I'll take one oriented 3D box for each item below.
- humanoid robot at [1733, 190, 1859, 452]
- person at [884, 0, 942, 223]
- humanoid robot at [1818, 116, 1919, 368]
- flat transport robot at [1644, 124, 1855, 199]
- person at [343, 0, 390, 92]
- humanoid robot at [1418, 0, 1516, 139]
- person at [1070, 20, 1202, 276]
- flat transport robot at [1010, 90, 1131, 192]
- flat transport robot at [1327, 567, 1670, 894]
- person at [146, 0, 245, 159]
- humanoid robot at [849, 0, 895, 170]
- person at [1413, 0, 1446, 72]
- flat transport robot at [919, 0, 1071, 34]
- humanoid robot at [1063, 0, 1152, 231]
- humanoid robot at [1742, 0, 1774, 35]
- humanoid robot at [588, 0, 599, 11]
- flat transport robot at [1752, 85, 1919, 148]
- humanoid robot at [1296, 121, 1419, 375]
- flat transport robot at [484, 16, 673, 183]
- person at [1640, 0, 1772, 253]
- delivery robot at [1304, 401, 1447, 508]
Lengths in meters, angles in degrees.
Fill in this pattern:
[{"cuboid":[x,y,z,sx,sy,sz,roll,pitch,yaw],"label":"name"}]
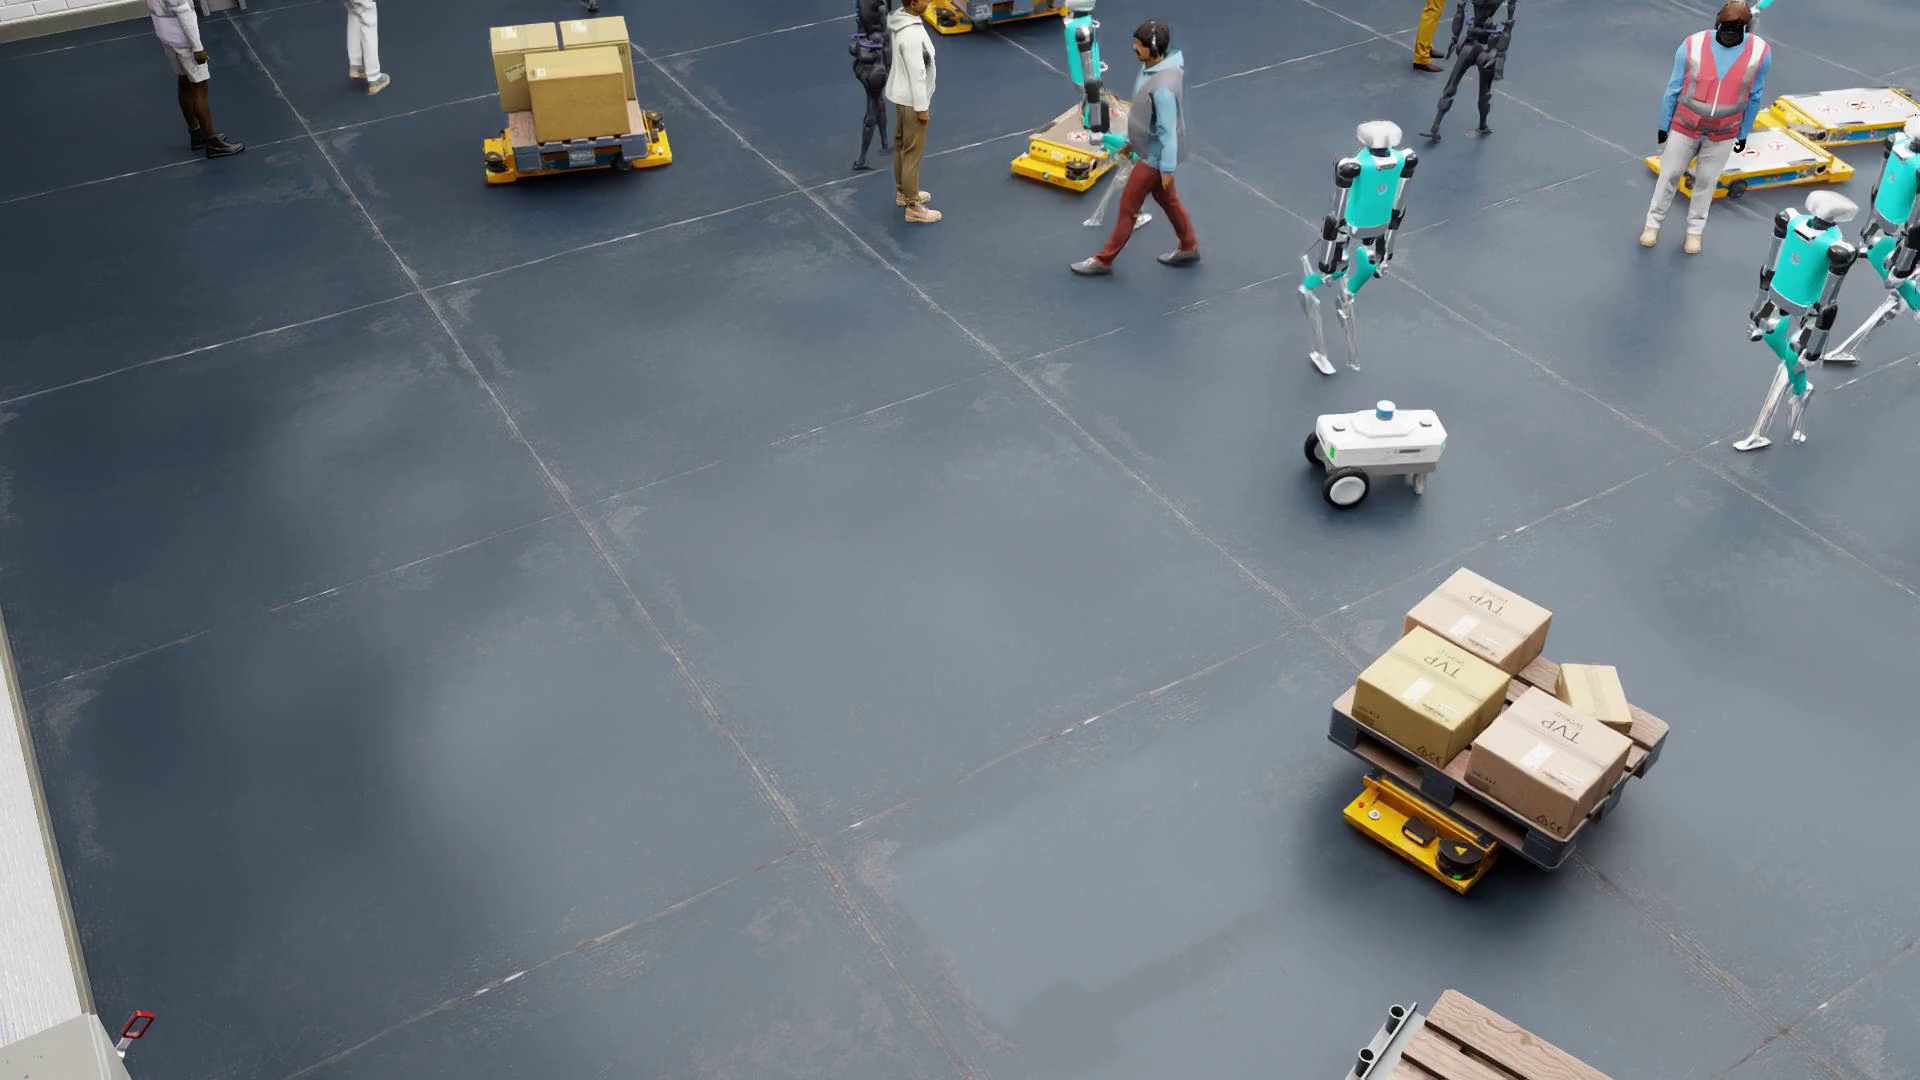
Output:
[{"cuboid":[4.973,-1.200,9.711,0.783,1.892,0.545,-14,41,-17],"label":"humanoid robot"},{"cuboid":[-0.362,-3.187,12.107,0.374,1.767,0.521,-8,39,-11],"label":"person"},{"cuboid":[6.036,-1.784,10.415,0.896,1.833,0.573,-2,38,-3],"label":"humanoid robot"},{"cuboid":[6.185,-2.957,13.023,1.431,0.231,0.659,-9,39,-12],"label":"flat transport robot"},{"cuboid":[-5.075,-4.699,13.929,0.571,1.868,0.443,8,39,10],"label":"person"},{"cuboid":[4.082,-3.895,13.097,0.684,1.643,0.588,-23,44,-26],"label":"humanoid robot"},{"cuboid":[1.299,-2.672,11.414,0.982,1.823,0.558,-2,38,-2],"label":"person"},{"cuboid":[1.059,-3.217,13.350,0.659,0.231,1.431,22,44,26],"label":"flat transport robot"},{"cuboid":[2.513,1.073,7.938,0.659,0.231,1.431,32,48,34],"label":"flat transport robot"},{"cuboid":[-6.024,-3.930,12.909,0.550,1.935,0.368,31,48,33],"label":"person"},{"cuboid":[-0.678,-3.708,12.868,0.482,1.646,0.599,-16,41,-19],"label":"humanoid robot"},{"cuboid":[4.189,-4.943,14.343,0.343,1.750,0.531,9,39,11],"label":"person"},{"cuboid":[0.358,-5.057,15.673,1.431,0.231,0.659,-15,41,-18],"label":"flat transport robot"},{"cuboid":[1.165,-3.068,11.984,0.904,1.746,0.561,3,38,4],"label":"humanoid robot"},{"cuboid":[7.073,-5.026,14.510,0.786,1.849,0.530,-8,39,-10],"label":"humanoid robot"},{"cuboid":[-3.466,-5.785,15.498,0.601,1.651,0.579,-23,44,-26],"label":"humanoid robot"},{"cuboid":[7.283,-3.451,13.647,1.431,0.231,0.659,-8,39,-10],"label":"flat transport robot"},{"cuboid":[2.388,-1.849,10.447,0.534,1.792,0.712,-13,40,-16],"label":"humanoid robot"},{"cuboid":[-3.050,-3.134,13.247,1.431,0.231,0.659,-9,39,-11],"label":"flat transport robot"},{"cuboid":[5.231,-2.895,11.692,0.629,1.836,0.431,12,40,15],"label":"person"},{"cuboid":[2.415,-0.533,9.748,0.783,0.611,0.505,-3,39,-4],"label":"delivery robot"}]
